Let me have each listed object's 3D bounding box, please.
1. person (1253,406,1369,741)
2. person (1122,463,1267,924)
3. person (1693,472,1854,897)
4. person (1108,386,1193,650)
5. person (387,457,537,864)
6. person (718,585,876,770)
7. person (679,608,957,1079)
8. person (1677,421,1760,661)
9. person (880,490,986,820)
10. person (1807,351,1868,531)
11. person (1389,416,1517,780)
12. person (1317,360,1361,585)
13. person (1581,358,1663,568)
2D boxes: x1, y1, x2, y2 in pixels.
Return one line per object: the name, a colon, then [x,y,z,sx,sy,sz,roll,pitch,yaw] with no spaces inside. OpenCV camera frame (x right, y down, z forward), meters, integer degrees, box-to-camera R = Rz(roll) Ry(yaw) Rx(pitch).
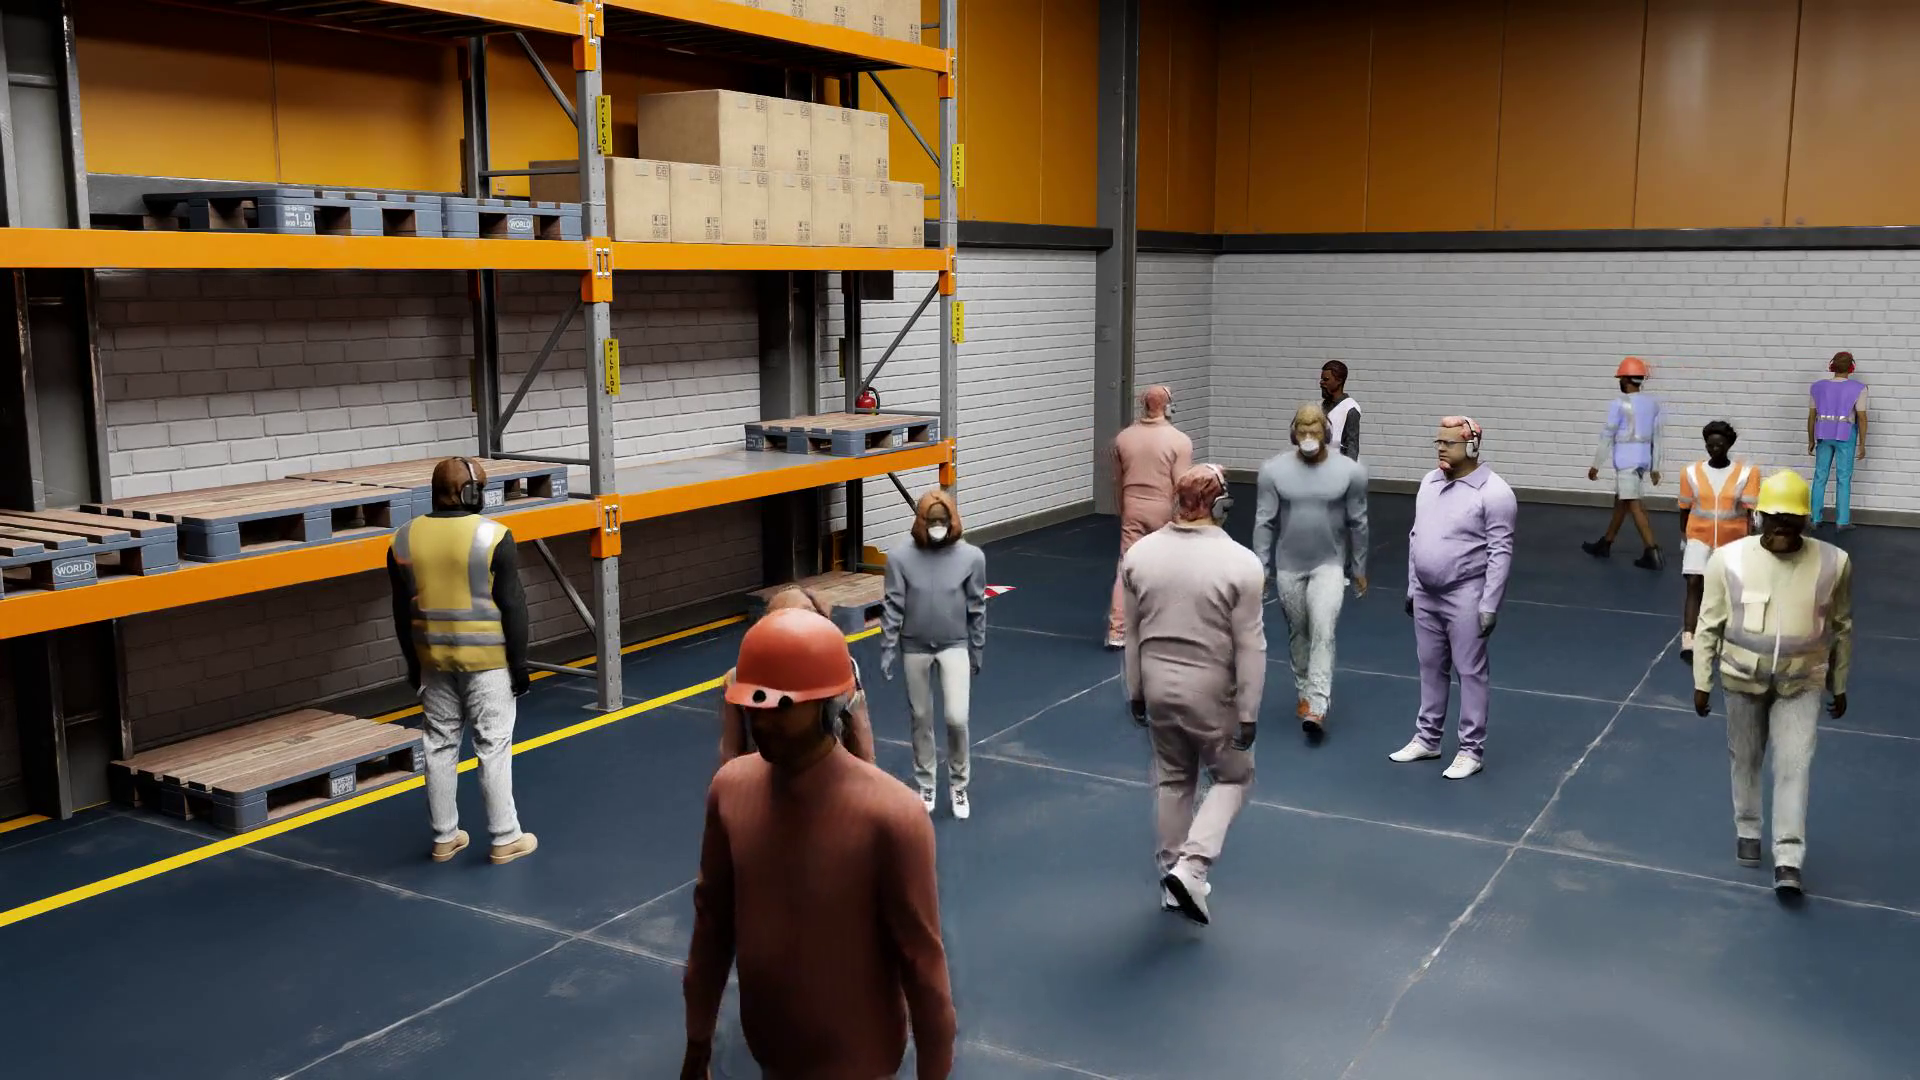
person: [1.994,0.184,9.558,0.644,1.881,1.032,3,10,18]
person: [0.936,0.632,6.750,0.653,1.893,0.536,7,11,36]
person: [3.481,0.612,7.142,0.624,1.795,0.887,4,10,25]
person: [1.392,-0.163,11.819,0.688,1.852,1.003,7,12,38]
person: [-2.211,0.544,7.467,0.619,1.838,0.430,2,9,11]
person: [-0.546,0.948,5.710,0.545,1.588,0.888,2,9,14]
person: [-0.358,1.102,3.645,0.646,1.938,1.050,7,12,39]
person: [5.162,0.016,11.359,0.538,1.640,0.899,5,10,27]
person: [-0.128,0.559,8.072,0.509,1.614,0.514,0,9,2]
person: [9.032,-1.015,17.148,0.382,1.849,0.571,-8,12,-43]
person: [2.588,0.296,8.786,0.406,1.911,0.638,-5,11,-30]
person: [3.177,-0.564,14.119,0.392,1.920,0.591,-3,10,-18]
person: [6.100,-0.708,15.140,0.559,1.888,0.997,-5,10,-28]
